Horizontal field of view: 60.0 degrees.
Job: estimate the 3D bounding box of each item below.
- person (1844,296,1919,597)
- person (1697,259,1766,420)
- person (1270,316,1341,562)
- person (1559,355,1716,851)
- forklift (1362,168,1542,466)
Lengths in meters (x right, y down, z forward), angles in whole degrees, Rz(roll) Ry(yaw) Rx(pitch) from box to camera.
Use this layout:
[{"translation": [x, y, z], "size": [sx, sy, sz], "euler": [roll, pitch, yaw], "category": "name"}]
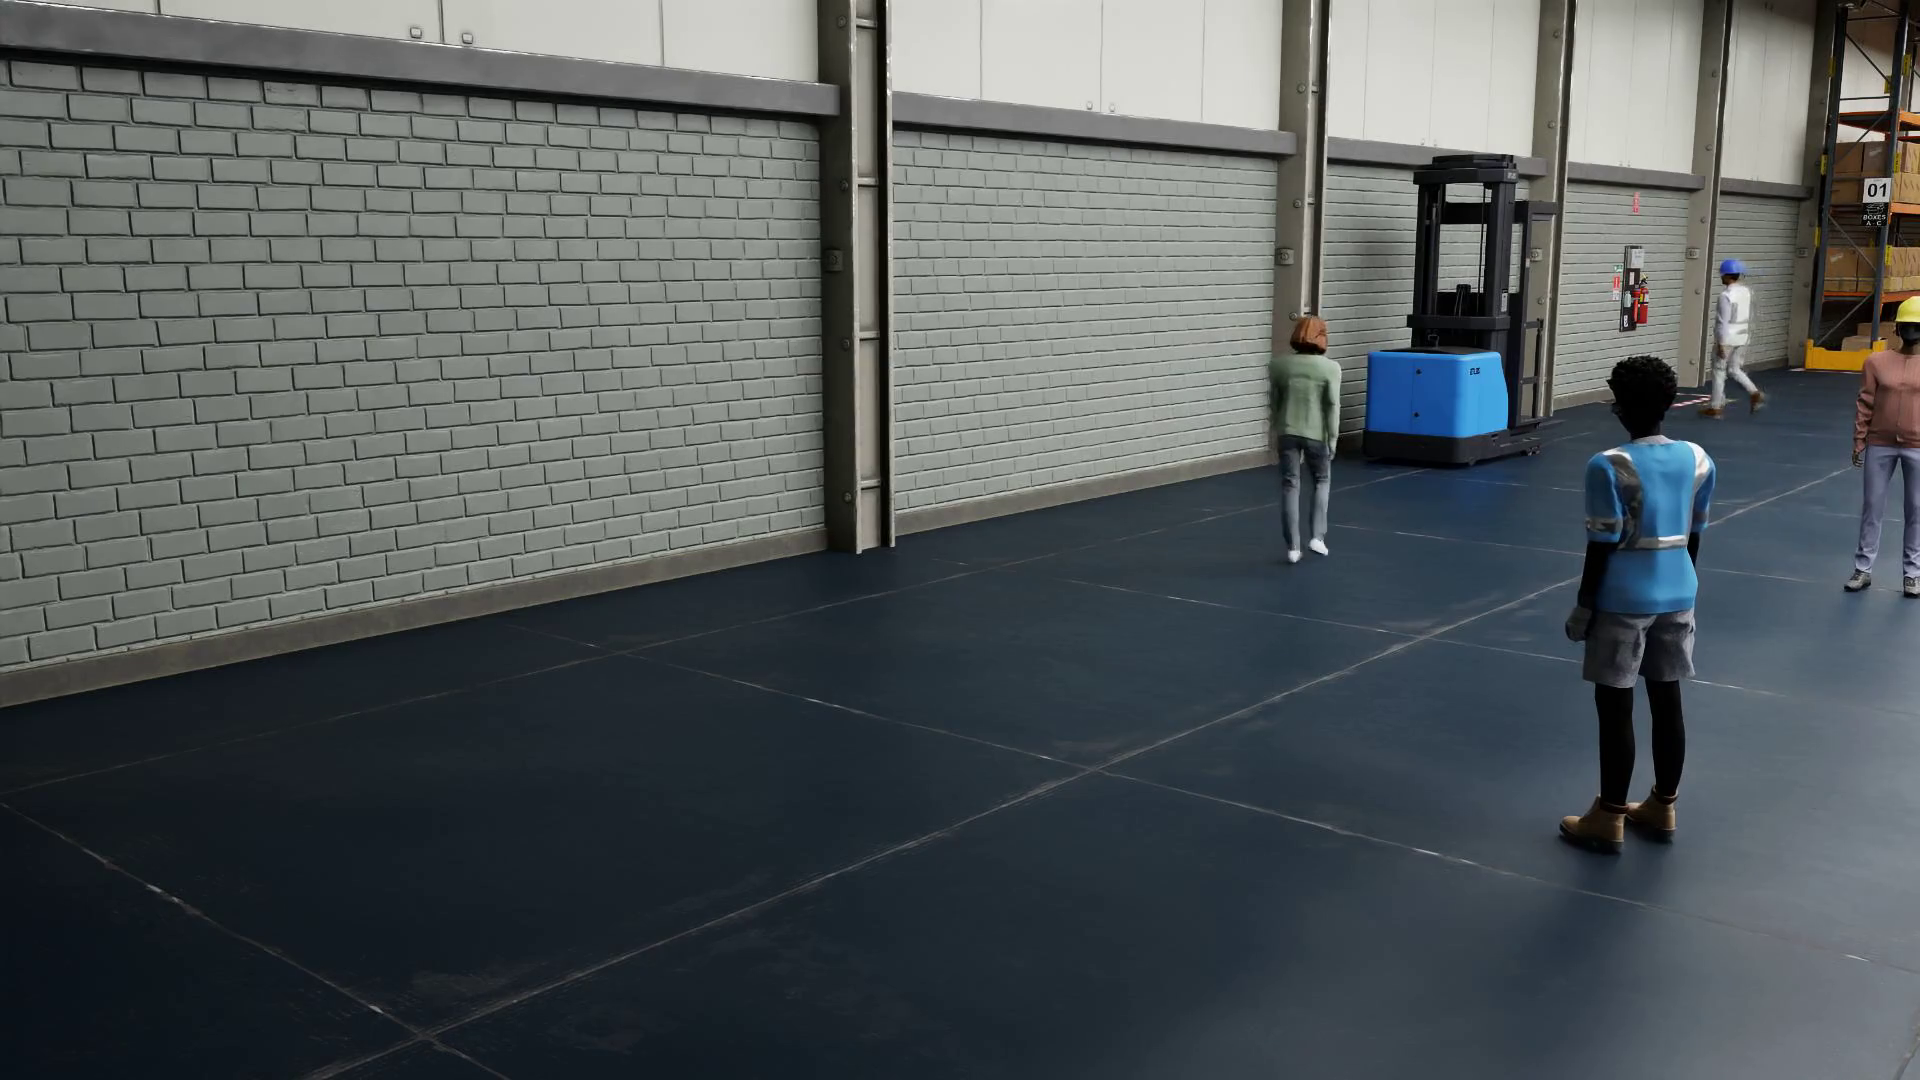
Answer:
[{"translation": [5.609, -0.559, 9.915], "size": [0.525, 1.772, 0.305], "euler": [7, 12, 36], "category": "person"}, {"translation": [9.303, -2.406, 19.979], "size": [0.618, 1.932, 0.703], "euler": [-6, 12, -33], "category": "person"}, {"translation": [2.282, -0.671, 11.008], "size": [0.498, 1.612, 0.507], "euler": [5, 11, 26], "category": "person"}, {"translation": [2.320, 0.217, 5.712], "size": [0.530, 1.693, 0.321], "euler": [-4, 11, -23], "category": "person"}, {"translation": [4.875, -2.212, 16.287], "size": [1.129, 2.768, 1.873], "euler": [8, 13, 40], "category": "forklift"}]
